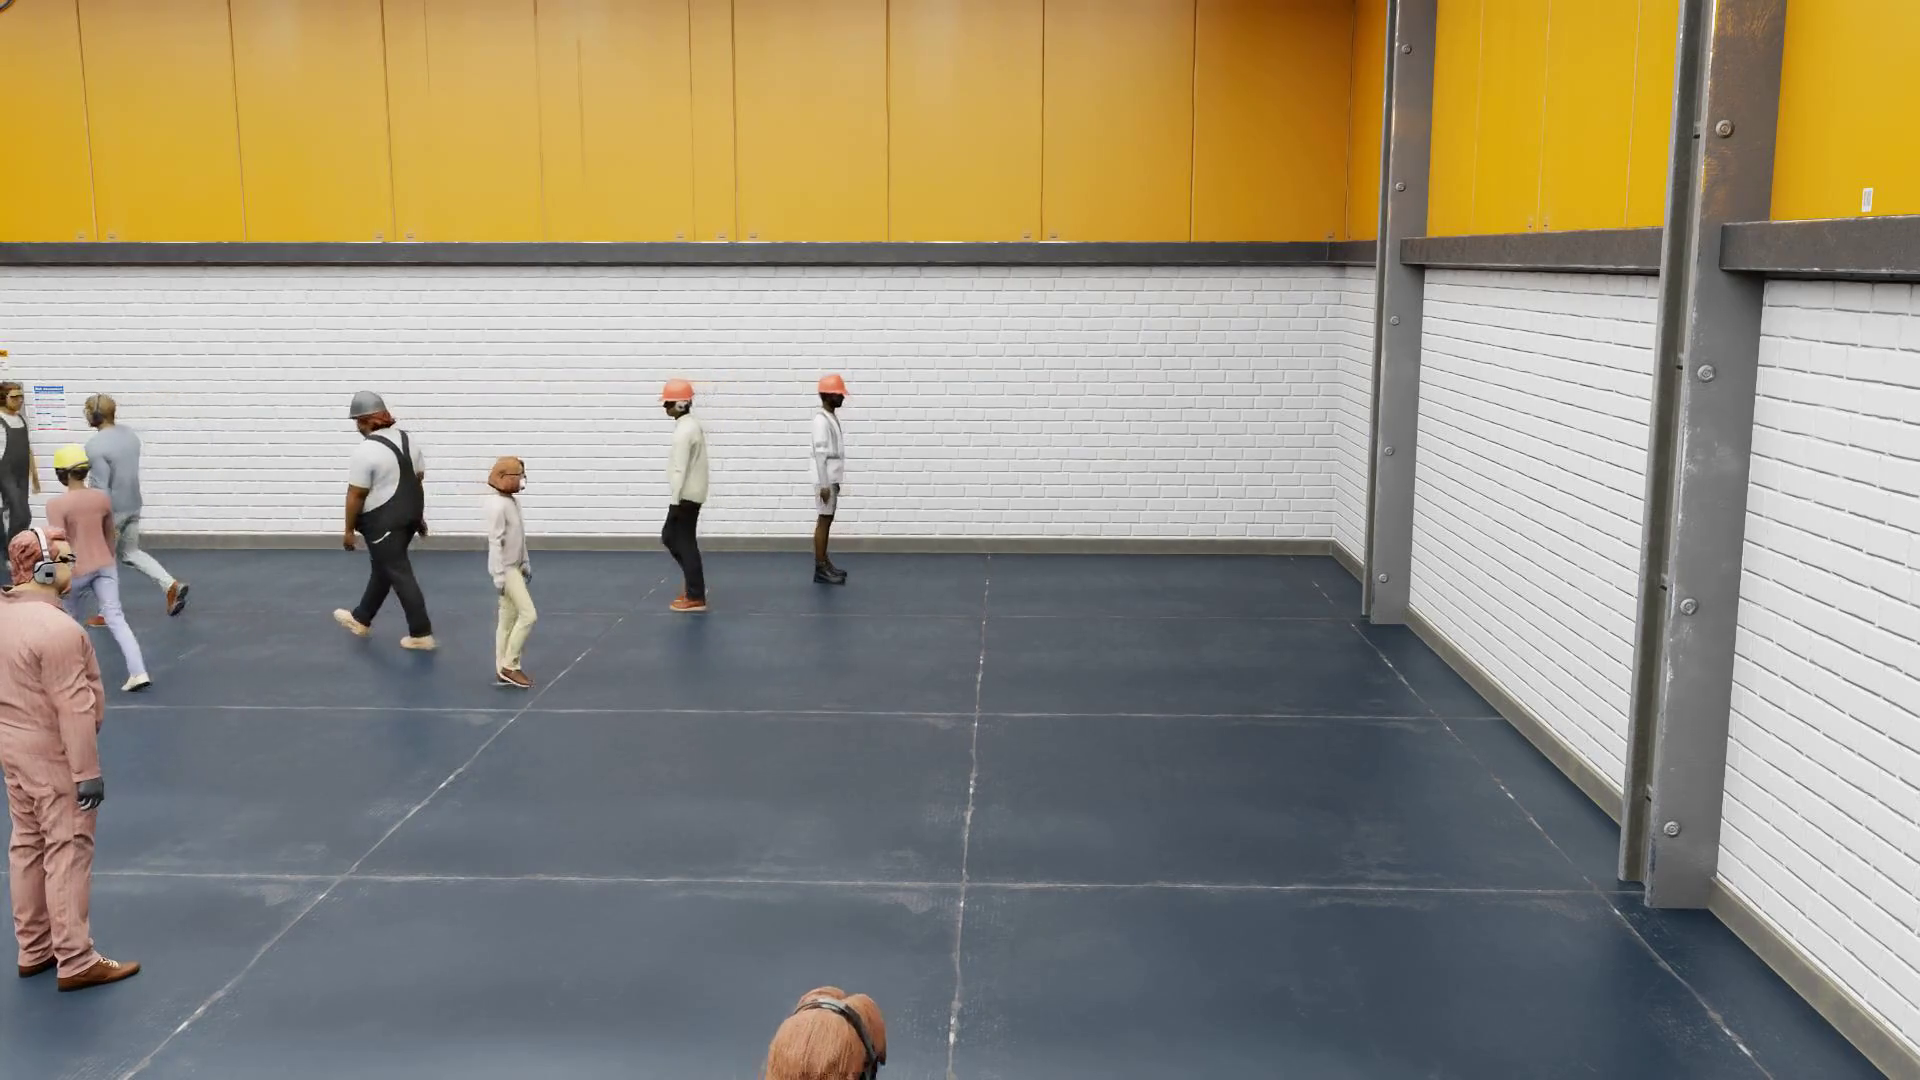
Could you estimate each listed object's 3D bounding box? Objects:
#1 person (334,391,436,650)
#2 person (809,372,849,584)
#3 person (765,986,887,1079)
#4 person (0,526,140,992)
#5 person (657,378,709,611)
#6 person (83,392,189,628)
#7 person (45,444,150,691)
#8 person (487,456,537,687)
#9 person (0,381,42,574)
[{"bbox_3d":[-4.463,-0.180,12.695,1.041,2.000,0.698,3,10,16],"label":"person"},{"bbox_3d":[-1.191,-0.575,15.312,0.372,1.935,0.550,1,10,5],"label":"person"},{"bbox_3d":[-0.280,1.656,3.159,0.526,1.620,0.554,2,10,13],"label":"person"},{"bbox_3d":[-3.714,0.887,6.839,0.652,1.906,0.402,6,12,33],"label":"person"},{"bbox_3d":[-2.342,-0.372,14.004,0.459,1.972,0.640,0,10,-2],"label":"person"},{"bbox_3d":[-6.704,-0.232,13.362,0.719,1.919,0.640,1,10,7],"label":"person"},{"bbox_3d":[-5.985,0.201,11.411,0.919,1.720,0.542,5,11,25],"label":"person"},{"bbox_3d":[-3.065,0.225,11.522,0.425,1.617,0.522,0,10,-2],"label":"person"},{"bbox_3d":[-8.788,-0.565,15.547,0.483,1.833,0.539,1,10,5],"label":"person"}]
